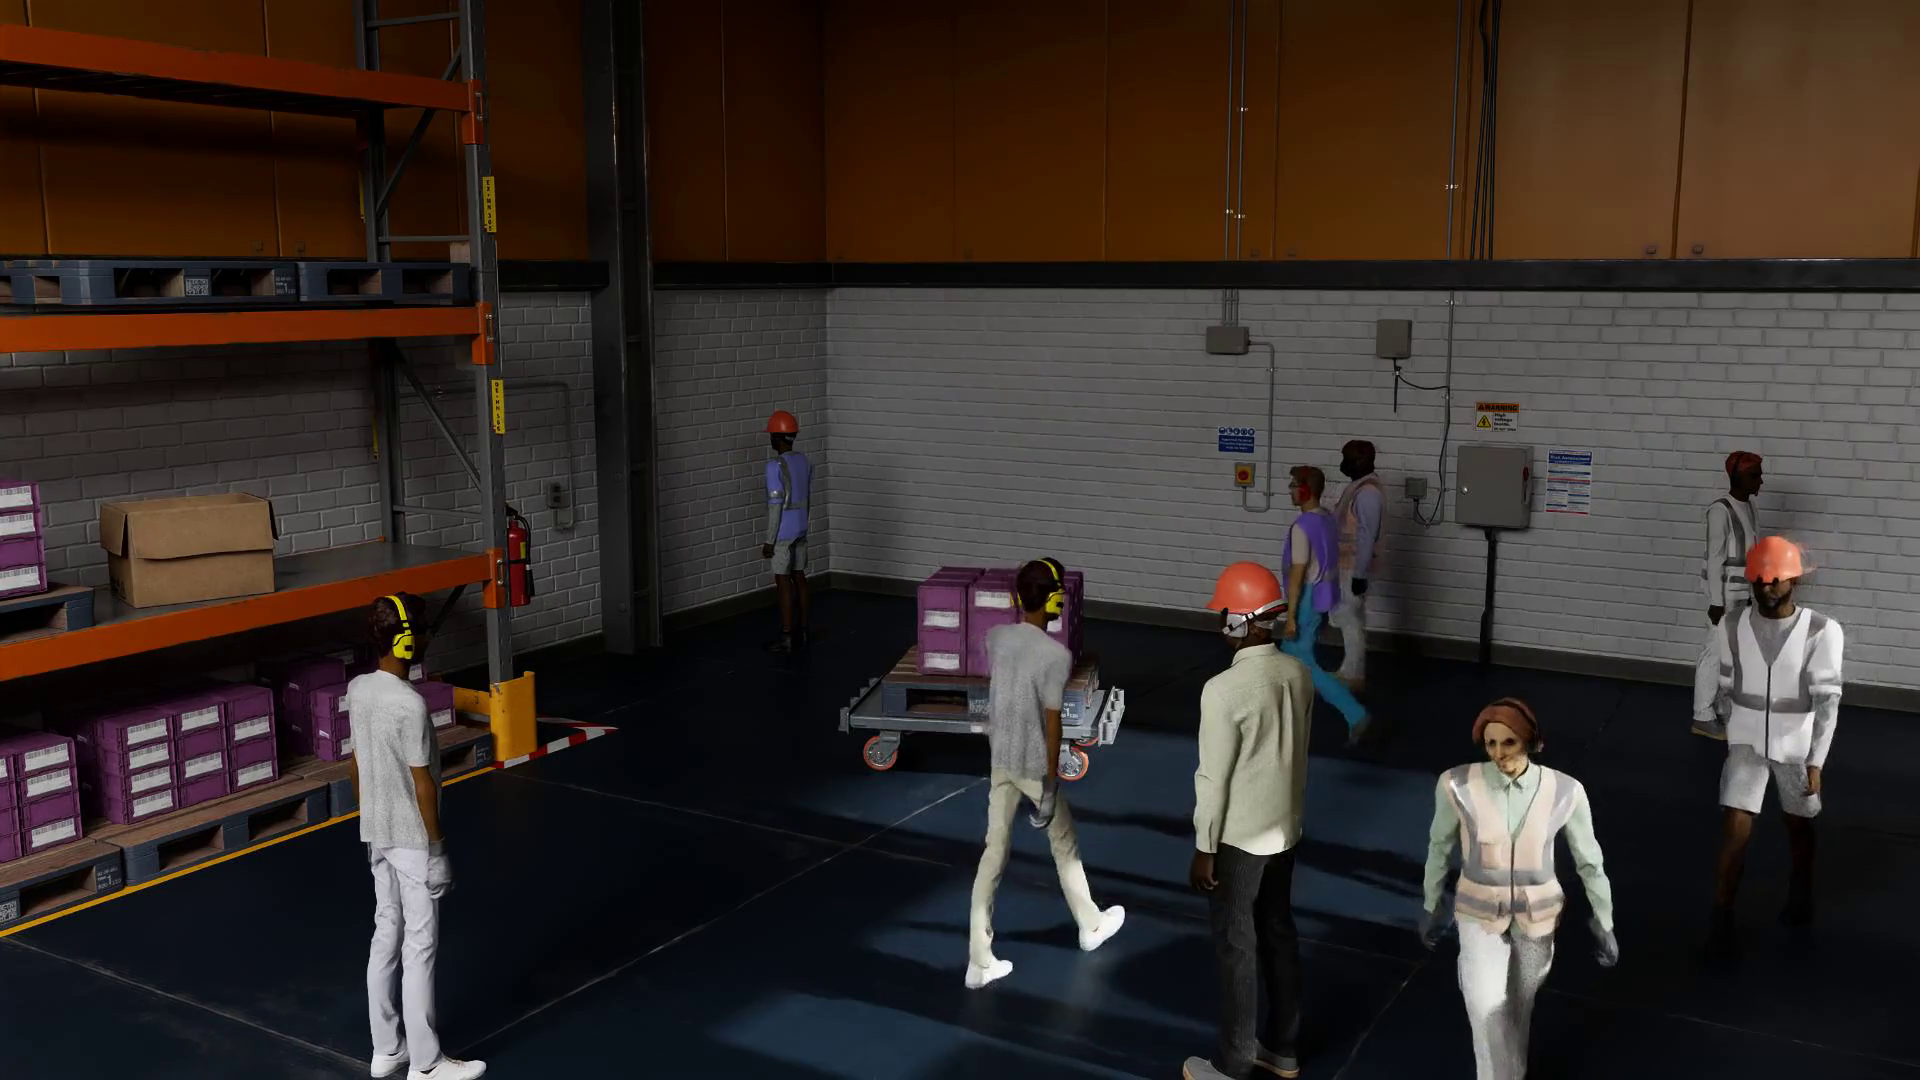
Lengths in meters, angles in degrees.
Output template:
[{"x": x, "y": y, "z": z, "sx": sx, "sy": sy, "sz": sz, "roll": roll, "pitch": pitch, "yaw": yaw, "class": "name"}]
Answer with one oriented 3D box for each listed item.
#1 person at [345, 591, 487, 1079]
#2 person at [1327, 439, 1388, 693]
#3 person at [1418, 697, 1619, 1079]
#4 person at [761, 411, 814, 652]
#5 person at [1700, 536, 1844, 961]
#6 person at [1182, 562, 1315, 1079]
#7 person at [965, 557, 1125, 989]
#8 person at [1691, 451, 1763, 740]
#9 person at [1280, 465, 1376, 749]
[{"x": -2.052, "y": 1.116, "z": 6.189, "sx": 0.507, "sy": 1.872, "sz": 0.329, "roll": 7, "pitch": 12, "yaw": 39, "class": "person"}, {"x": 2.882, "y": 0.180, "z": 12.119, "sx": 0.429, "sy": 1.841, "sz": 0.642, "roll": 2, "pitch": 9, "yaw": 10, "class": "person"}, {"x": 1.915, "y": 1.330, "z": 5.677, "sx": 0.637, "sy": 1.587, "sz": 0.823, "roll": 2, "pitch": 9, "yaw": 10, "class": "person"}, {"x": -1.407, "y": -0.069, "z": 13.374, "sx": 0.356, "sy": 1.938, "sz": 0.543, "roll": 5, "pitch": 10, "yaw": 27, "class": "person"}, {"x": 3.674, "y": 0.904, "z": 7.506, "sx": 0.547, "sy": 1.889, "sz": 1.022, "roll": 7, "pitch": 12, "yaw": 38, "class": "person"}, {"x": 1.063, "y": 1.065, "z": 6.163, "sx": 0.404, "sy": 1.987, "sz": 0.608, "roll": 9, "pitch": 12, "yaw": 43, "class": "person"}, {"x": 0.350, "y": 0.976, "z": 7.223, "sx": 0.513, "sy": 1.822, "sz": 0.965, "roll": 8, "pitch": 12, "yaw": 40, "class": "person"}, {"x": 5.046, "y": 0.354, "z": 10.900, "sx": 0.337, "sy": 1.882, "sz": 0.585, "roll": 9, "pitch": 13, "yaw": 43, "class": "person"}, {"x": 2.277, "y": 0.428, "z": 10.648, "sx": 0.792, "sy": 1.819, "sz": 0.576, "roll": 5, "pitch": 10, "yaw": 27, "class": "person"}]
